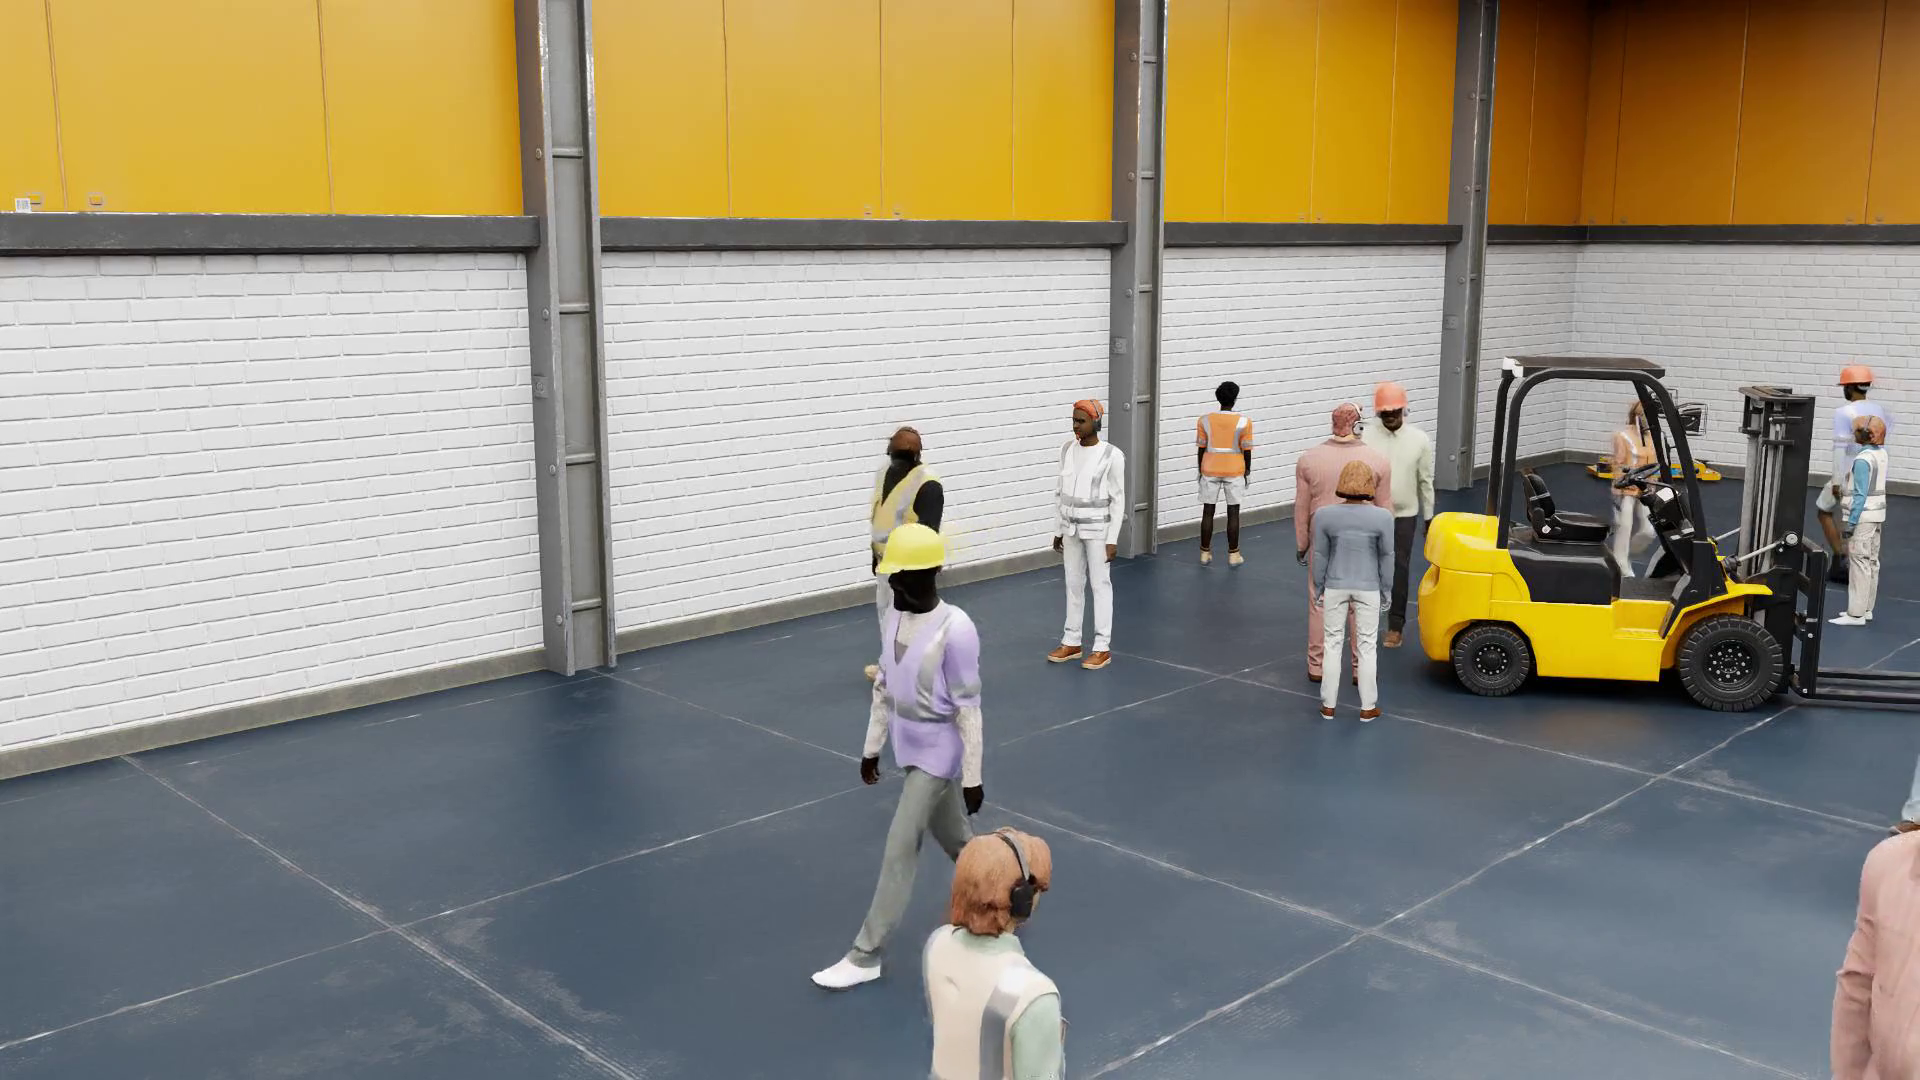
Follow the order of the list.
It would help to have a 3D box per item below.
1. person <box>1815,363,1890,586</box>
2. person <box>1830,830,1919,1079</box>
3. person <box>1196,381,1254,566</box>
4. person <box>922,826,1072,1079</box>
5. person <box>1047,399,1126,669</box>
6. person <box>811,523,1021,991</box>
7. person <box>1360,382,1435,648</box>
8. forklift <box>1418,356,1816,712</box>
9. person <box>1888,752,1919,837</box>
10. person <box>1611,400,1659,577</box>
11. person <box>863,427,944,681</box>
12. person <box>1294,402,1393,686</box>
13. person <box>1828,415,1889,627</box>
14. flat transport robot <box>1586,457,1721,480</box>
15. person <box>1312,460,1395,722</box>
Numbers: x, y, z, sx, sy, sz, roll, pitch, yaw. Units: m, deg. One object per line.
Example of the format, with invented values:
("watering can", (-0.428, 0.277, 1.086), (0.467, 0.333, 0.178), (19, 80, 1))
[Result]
("person", (7.676, -0.556, 14.306), (0.550, 1.915, 0.431), (-2, 11, -11))
("person", (2.396, 1.363, 3.926), (0.543, 1.893, 0.656), (-5, 12, -27))
("person", (2.413, -0.603, 15.192), (0.532, 1.690, 0.319), (4, 11, 19))
("person", (0.159, 1.471, 4.025), (0.562, 1.621, 0.546), (-7, 13, -34))
("person", (0.880, -0.044, 11.619), (0.573, 1.883, 0.356), (9, 14, 42))
("person", (-0.147, 0.849, 6.785), (1.007, 1.878, 0.610), (-6, 12, -28))
("person", (3.209, -0.231, 12.462), (0.661, 1.955, 0.858), (3, 11, 15))
("forklift", (4.276, -0.101, 11.076), (2.313, 2.155, 1.214), (2, 11, 13))
("person", (4.928, 0.740, 8.141), (0.845, 1.581, 0.518), (-8, 13, -37))
("person", (5.769, -0.391, 14.222), (0.521, 1.628, 0.379), (-4, 11, -19))
("person", (-0.401, 0.140, 10.866), (0.430, 1.796, 0.796), (-6, 12, -31))
("person", (2.572, 0.028, 11.174), (0.643, 1.903, 0.399), (4, 11, 22))
("person", (6.967, -0.148, 12.840), (0.311, 1.642, 0.513), (10, 14, 43))
("flat transport robot", (8.607, -0.897, 20.666), (1.431, 0.197, 0.652), (1, 10, 8))
("person", (2.434, 0.318, 10.324), (0.500, 1.633, 0.284), (3, 11, 17))
